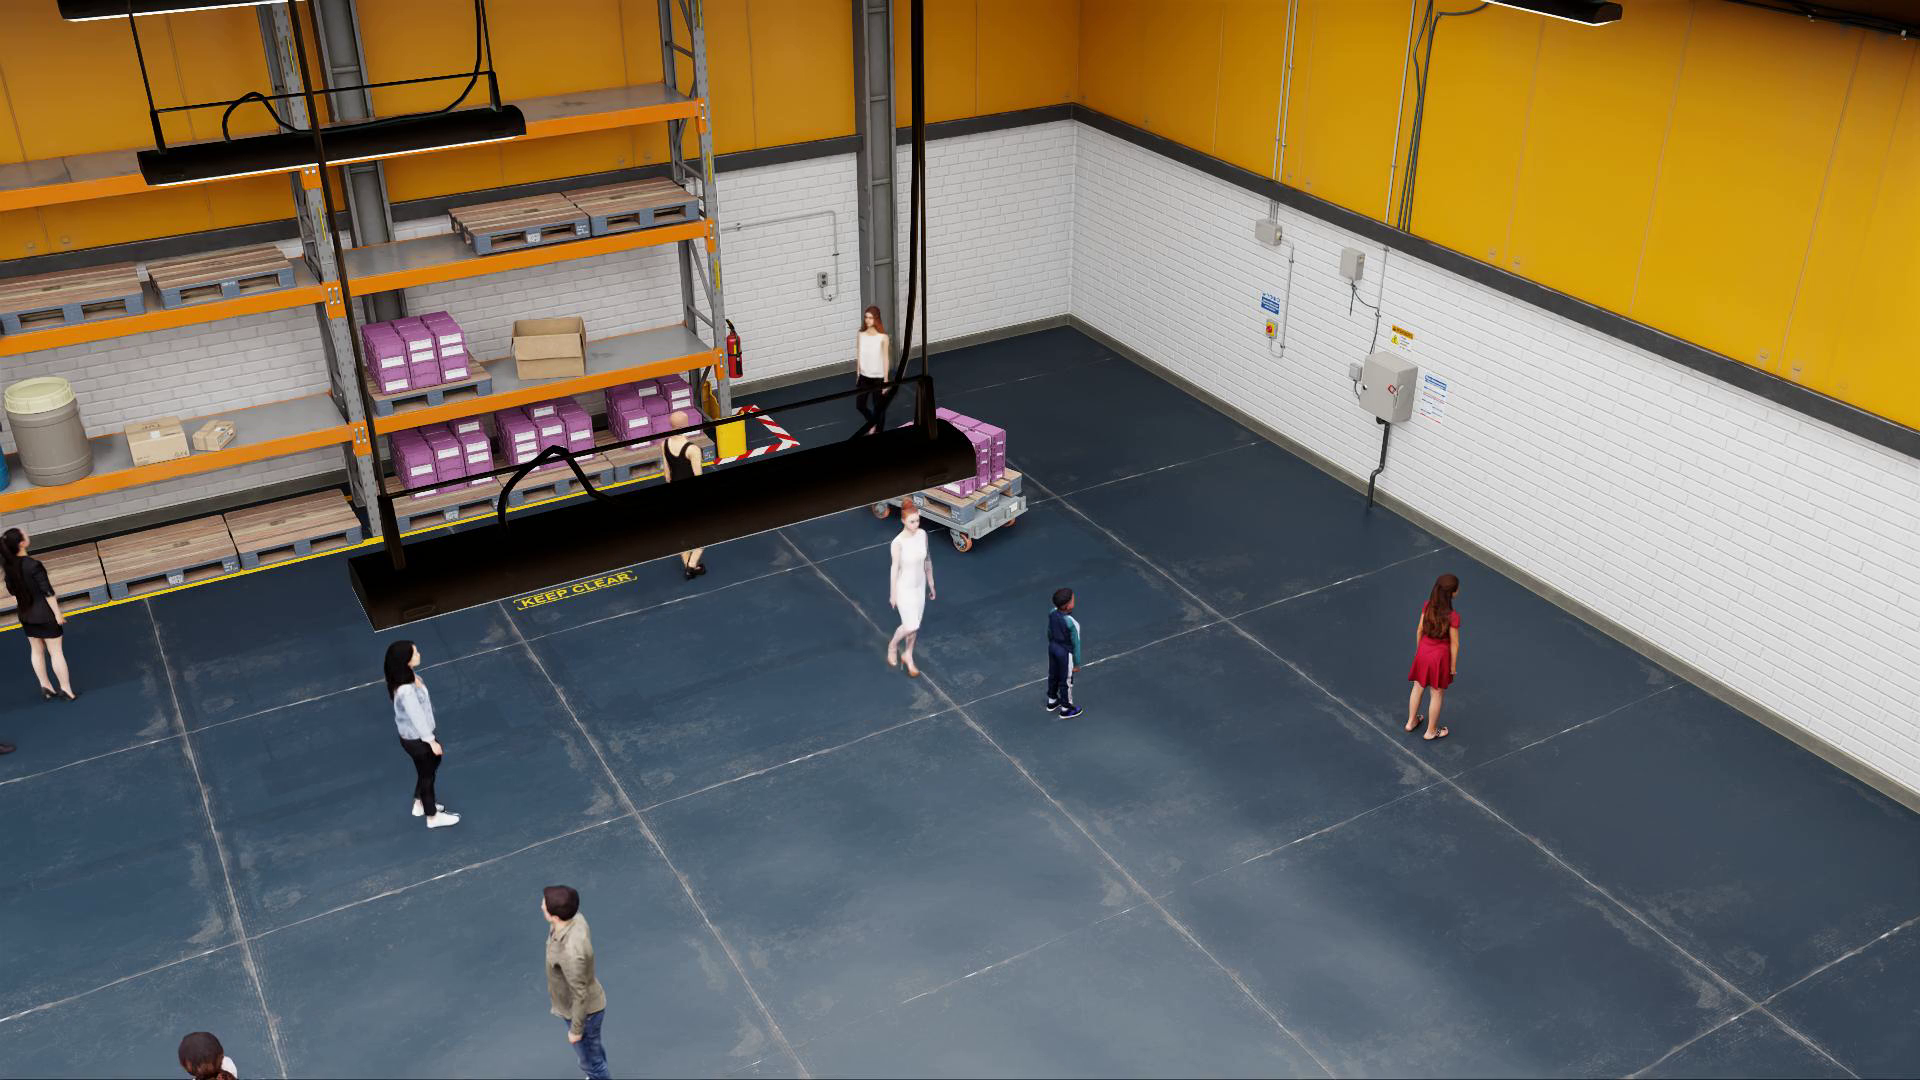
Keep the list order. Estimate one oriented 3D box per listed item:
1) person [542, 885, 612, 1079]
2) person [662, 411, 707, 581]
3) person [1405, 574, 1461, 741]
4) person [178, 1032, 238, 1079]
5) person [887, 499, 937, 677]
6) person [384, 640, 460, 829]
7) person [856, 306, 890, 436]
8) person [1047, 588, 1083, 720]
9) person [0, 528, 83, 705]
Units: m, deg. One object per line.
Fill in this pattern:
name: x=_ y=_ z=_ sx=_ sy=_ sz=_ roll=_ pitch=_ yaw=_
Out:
person: x=-2.343 y=2.864 z=10.291 sx=0.673 sy=1.867 sz=0.754 roll=-8 pitch=30 yaw=-15
person: x=-2.733 y=-0.392 z=16.319 sx=0.791 sy=1.811 sz=0.808 roll=15 pitch=32 yaw=26
person: x=4.022 y=0.972 z=14.088 sx=0.661 sy=1.553 sz=0.605 roll=-24 pitch=37 yaw=-37
person: x=-4.070 y=3.461 z=9.367 sx=0.981 sy=1.705 sz=0.866 roll=2 pitch=29 yaw=4
person: x=-0.505 y=0.417 z=14.861 sx=0.725 sy=1.786 sz=0.682 roll=24 pitch=37 yaw=37
person: x=-4.261 y=1.533 z=12.900 sx=0.602 sy=1.705 sz=0.642 roll=-11 pitch=31 yaw=-20
person: x=-0.962 y=-1.909 z=19.203 sx=0.704 sy=1.712 sz=0.740 roll=15 pitch=32 yaw=25
person: x=0.891 y=0.961 z=14.418 sx=0.502 sy=1.256 sz=0.528 roll=-21 pitch=35 yaw=-34
person: x=-8.050 y=0.659 z=14.512 sx=0.674 sy=1.697 sz=0.728 roll=8 pitch=30 yaw=15
